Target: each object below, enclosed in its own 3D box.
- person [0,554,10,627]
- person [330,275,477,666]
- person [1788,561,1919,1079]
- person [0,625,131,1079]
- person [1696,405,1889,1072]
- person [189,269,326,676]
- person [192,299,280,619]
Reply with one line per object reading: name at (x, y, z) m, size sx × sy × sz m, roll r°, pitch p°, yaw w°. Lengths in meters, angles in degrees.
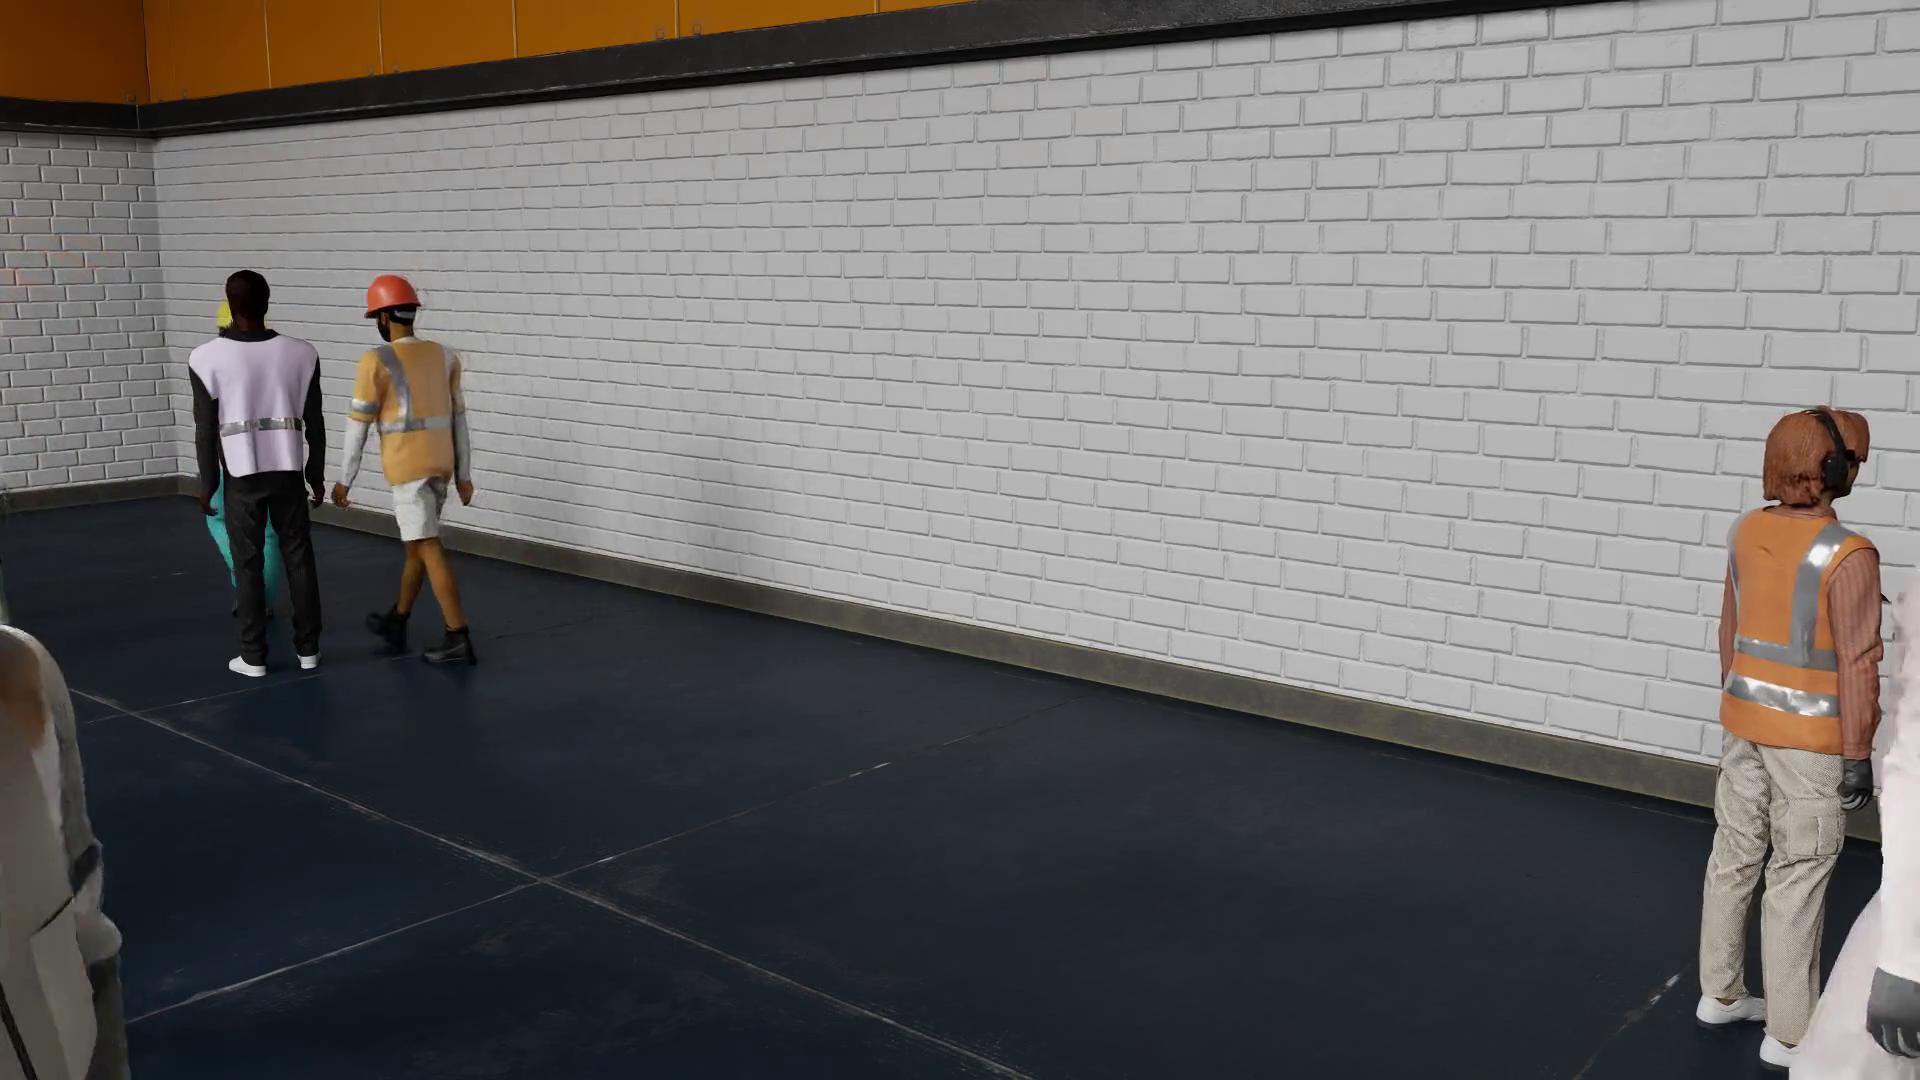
person at (-2.493, 0.511, 4.042) m, size 0.543 × 1.633 × 0.313 m, roll 5°, pitch 11°, yaw 24°
person at (-2.740, -0.339, 8.151) m, size 0.958 × 1.878 × 0.574 m, roll 6°, pitch 11°, yaw 29°
person at (1.703, 0.606, 2.746) m, size 0.683 × 1.890 × 0.461 m, roll -4°, pitch 11°, yaw -22°
person at (-0.957, 0.796, 1.445) m, size 0.414 × 1.991 × 0.682 m, roll 0°, pitch 10°, yaw 2°
person at (2.060, 0.490, 4.124) m, size 0.308 × 1.645 × 0.514 m, roll -2°, pitch 10°, yaw -12°
person at (-3.303, -0.309, 7.885) m, size 0.593 × 1.922 × 0.392 m, roll -7°, pitch 12°, yaw -36°
person at (-3.875, -0.430, 9.018) m, size 0.544 × 1.754 × 0.358 m, roll -9°, pitch 13°, yaw -41°
